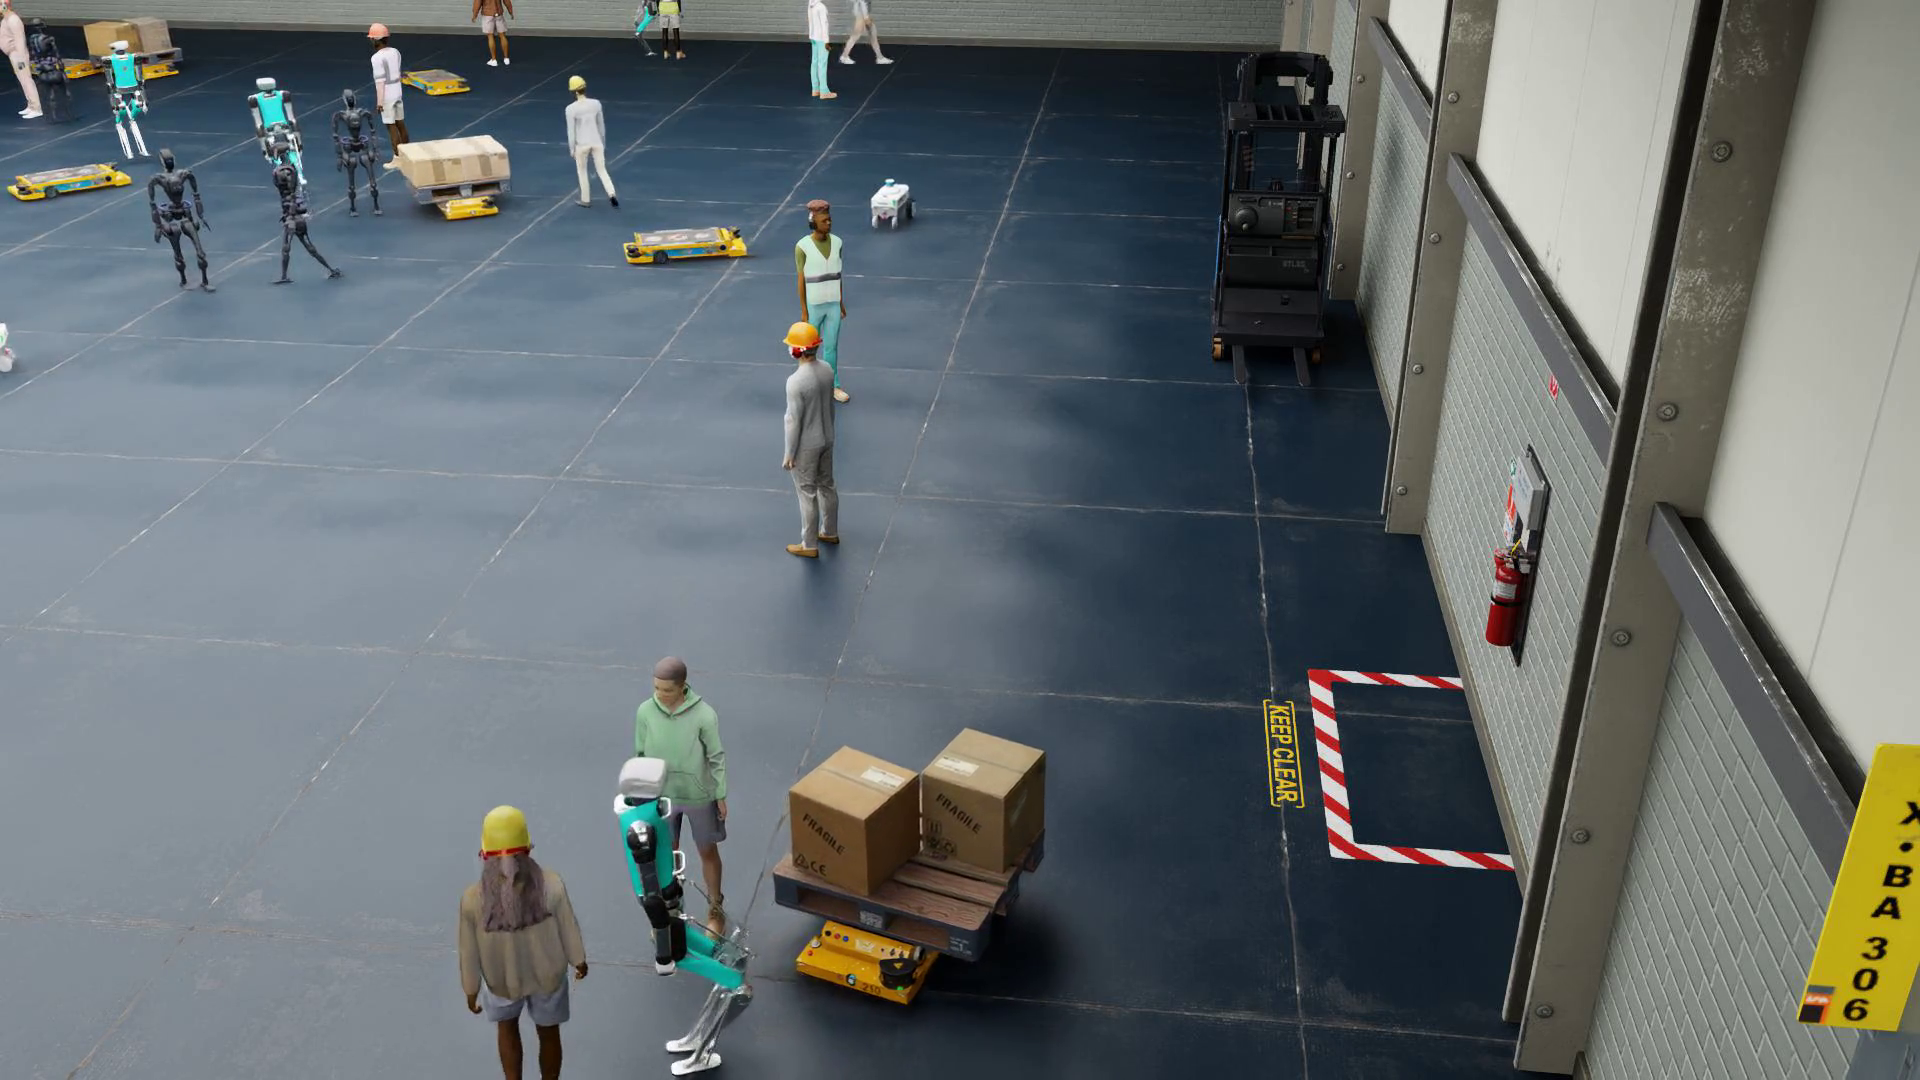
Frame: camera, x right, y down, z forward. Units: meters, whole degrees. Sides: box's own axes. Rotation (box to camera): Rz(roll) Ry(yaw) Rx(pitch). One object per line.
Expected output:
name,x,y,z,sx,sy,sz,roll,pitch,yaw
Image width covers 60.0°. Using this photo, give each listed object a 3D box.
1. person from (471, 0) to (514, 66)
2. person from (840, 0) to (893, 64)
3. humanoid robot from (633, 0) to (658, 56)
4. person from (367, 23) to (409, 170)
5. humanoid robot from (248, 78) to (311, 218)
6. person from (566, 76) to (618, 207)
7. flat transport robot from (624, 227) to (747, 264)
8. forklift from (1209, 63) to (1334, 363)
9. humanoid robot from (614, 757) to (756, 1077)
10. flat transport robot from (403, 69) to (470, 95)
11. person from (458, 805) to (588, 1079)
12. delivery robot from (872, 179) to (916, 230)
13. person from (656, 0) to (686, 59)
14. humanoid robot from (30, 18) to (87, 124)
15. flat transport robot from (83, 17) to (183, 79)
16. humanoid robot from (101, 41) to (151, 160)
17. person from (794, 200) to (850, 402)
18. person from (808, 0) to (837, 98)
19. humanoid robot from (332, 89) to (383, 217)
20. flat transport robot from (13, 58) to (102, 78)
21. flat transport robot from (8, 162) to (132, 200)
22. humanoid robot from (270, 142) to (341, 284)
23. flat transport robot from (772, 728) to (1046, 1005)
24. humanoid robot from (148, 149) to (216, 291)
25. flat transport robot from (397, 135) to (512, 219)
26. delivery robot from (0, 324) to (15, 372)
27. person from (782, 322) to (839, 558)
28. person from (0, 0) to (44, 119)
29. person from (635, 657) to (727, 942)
person,-8.661,-9.760,30.851,0.800,1.853,0.384,-17,31,-30
person,-1.796,-9.769,30.903,0.994,1.826,0.522,2,27,5
humanoid robot,-6.016,-10.001,31.538,0.655,1.858,0.546,-13,29,-23
person,-8.197,-6.352,23.843,0.373,2.044,0.606,5,27,10
humanoid robot,-8.757,-5.048,21.597,0.534,1.778,0.825,-18,32,-32
person,-4.889,-5.227,21.932,0.546,1.736,0.623,-19,32,-33
flat transport robot,-3.367,-3.601,20.328,1.431,0.231,0.659,-6,27,-13
forklift,3.241,-3.477,17.183,1.129,2.768,1.873,3,27,6
humanoid robot,-1.231,1.786,7.882,0.687,1.747,0.530,-5,27,-9
flat transport robot,-9.196,-8.028,29.166,0.659,0.231,1.431,-19,32,-33
person,-1.978,1.968,7.553,0.538,1.749,0.431,-6,27,-12
delivery robot,-0.898,-4.366,21.522,0.499,0.583,0.767,6,27,12
person,-5.495,-9.981,31.465,0.532,1.697,0.322,7,28,14
humanoid robot,-14.499,-7.508,26.571,0.599,1.648,0.532,10,28,19
flat transport robot,-14.982,-8.584,30.275,1.431,0.231,0.659,16,31,28
humanoid robot,-12.127,-6.411,24.148,0.533,1.678,0.735,-21,33,-36
person,-1.308,-2.238,15.702,0.483,1.979,0.405,-18,32,-32
person,-2.379,-8.496,28.266,0.382,1.914,0.487,-17,31,-31
humanoid robot,-7.849,-5.044,21.637,0.587,1.643,0.378,-18,32,-31
flat transport robot,-16.428,-8.596,30.299,1.431,0.231,0.659,8,28,15
flat transport robot,-12.354,-4.974,23.068,1.431,0.231,0.659,-21,33,-35
humanoid robot,-7.656,-3.748,19.119,0.791,1.638,0.600,-15,30,-28
flat transport robot,-0.281,1.971,9.204,0.659,0.231,1.431,11,29,21
humanoid robot,-8.812,-3.610,18.790,0.616,1.635,0.551,-22,34,-37
flat transport robot,-6.712,-4.586,22.294,0.659,0.231,1.431,-14,30,-25
delivery robot,-9.950,-1.943,16.691,0.785,0.587,0.499,-10,28,-20
person,-1.166,-0.776,12.888,0.380,1.890,0.562,16,31,29
person,-15.258,-7.807,26.898,0.406,1.905,0.651,-17,31,-30
person,-1.457,1.361,8.778,0.480,1.739,0.314,3,27,5
